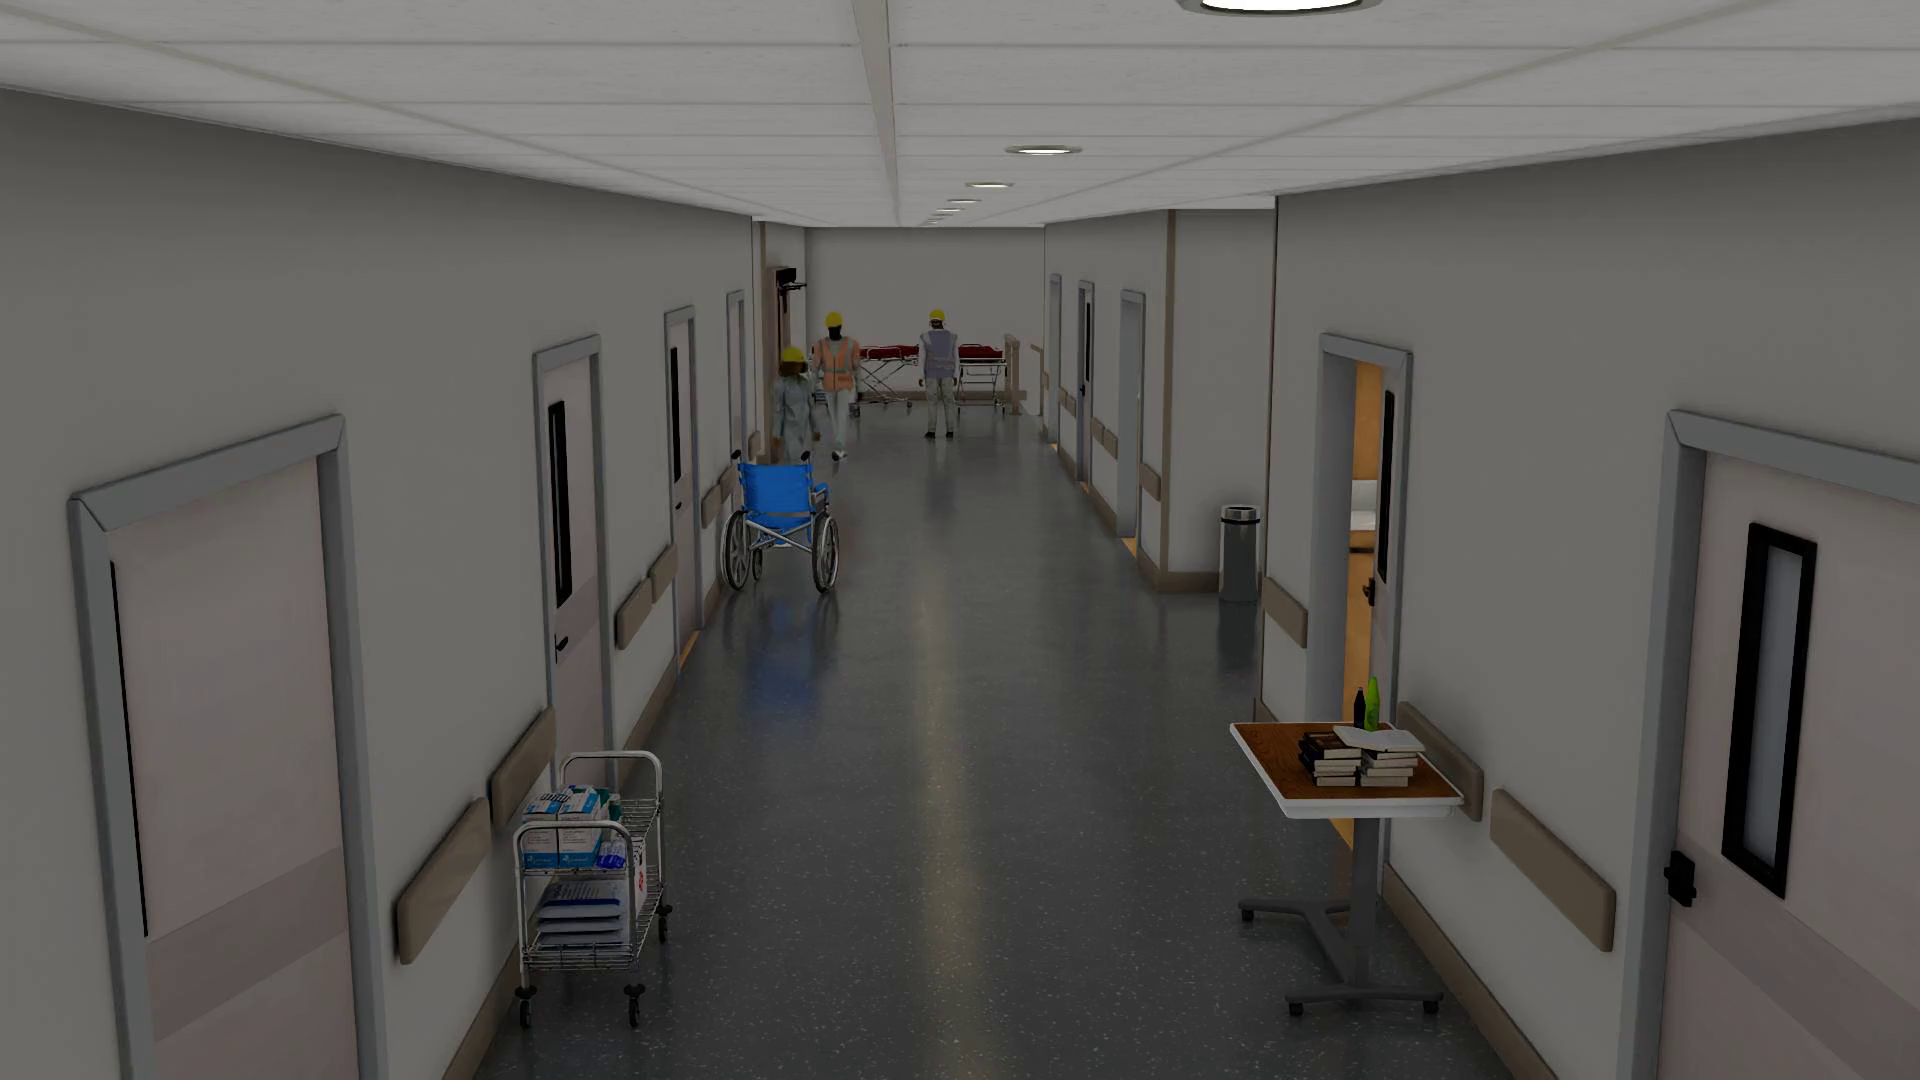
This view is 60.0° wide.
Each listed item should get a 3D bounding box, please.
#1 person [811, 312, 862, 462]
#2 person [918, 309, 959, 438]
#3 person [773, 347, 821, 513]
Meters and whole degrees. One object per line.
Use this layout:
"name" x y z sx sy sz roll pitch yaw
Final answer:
"person" -1.597 -1.930 21.046 0.619 1.877 0.962 2 10 11
"person" -0.310 -2.345 23.518 0.592 1.829 0.404 -2 10 -13
"person" -1.708 -1.140 17.158 0.897 1.701 0.494 7 12 34
